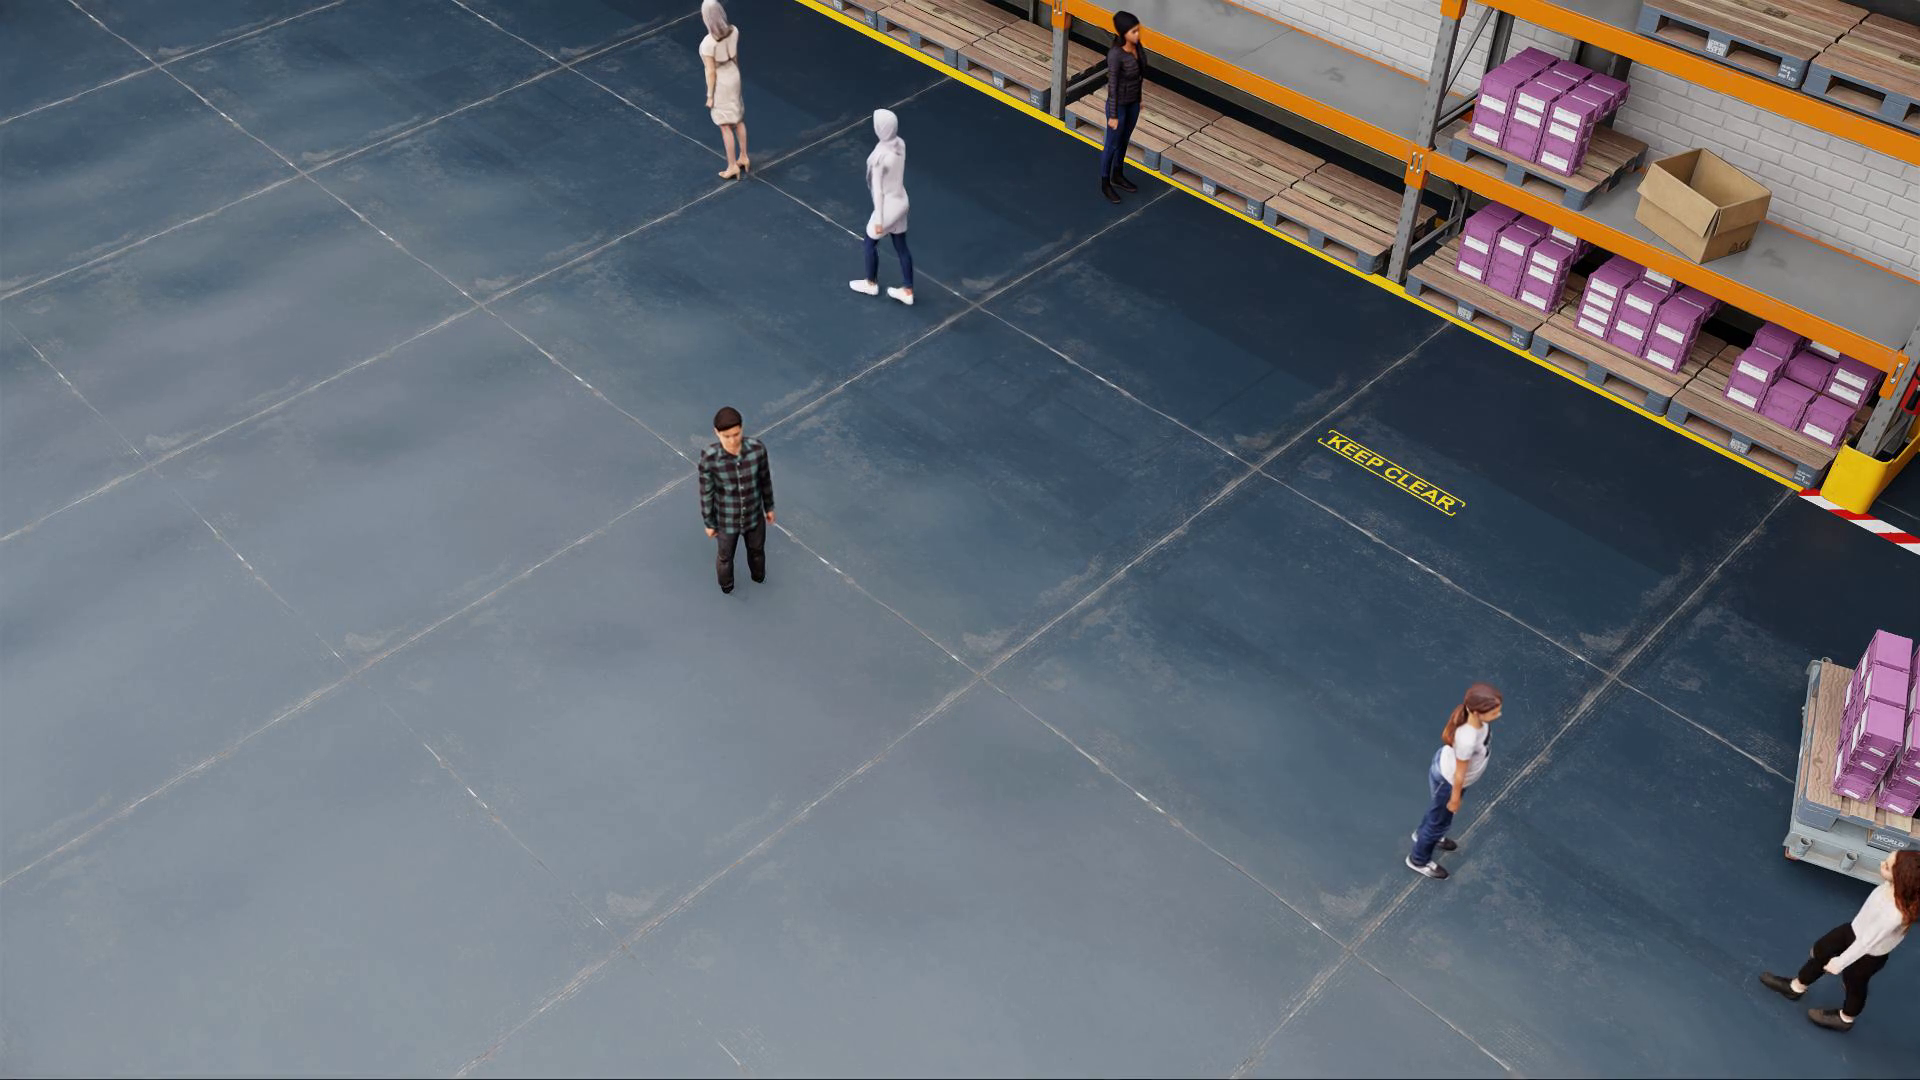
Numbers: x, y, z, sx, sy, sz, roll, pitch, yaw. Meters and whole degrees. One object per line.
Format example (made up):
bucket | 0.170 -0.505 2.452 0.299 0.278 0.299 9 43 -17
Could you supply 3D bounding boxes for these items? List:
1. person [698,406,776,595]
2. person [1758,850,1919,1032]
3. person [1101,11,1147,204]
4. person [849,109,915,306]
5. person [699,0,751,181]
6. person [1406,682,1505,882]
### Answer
person | -1.513 -0.203 11.272 0.745 1.715 0.665 -16 46 -16
person | 4.857 2.163 8.782 0.824 1.468 0.708 16 46 16
person | 1.452 -3.898 14.942 0.576 1.748 0.626 30 51 28
person | -0.508 -2.682 13.658 0.870 1.759 0.731 24 48 23
person | -2.134 -4.096 15.159 0.608 1.735 0.636 25 49 24
person | 2.849 1.349 9.569 0.616 1.561 0.595 16 46 16
